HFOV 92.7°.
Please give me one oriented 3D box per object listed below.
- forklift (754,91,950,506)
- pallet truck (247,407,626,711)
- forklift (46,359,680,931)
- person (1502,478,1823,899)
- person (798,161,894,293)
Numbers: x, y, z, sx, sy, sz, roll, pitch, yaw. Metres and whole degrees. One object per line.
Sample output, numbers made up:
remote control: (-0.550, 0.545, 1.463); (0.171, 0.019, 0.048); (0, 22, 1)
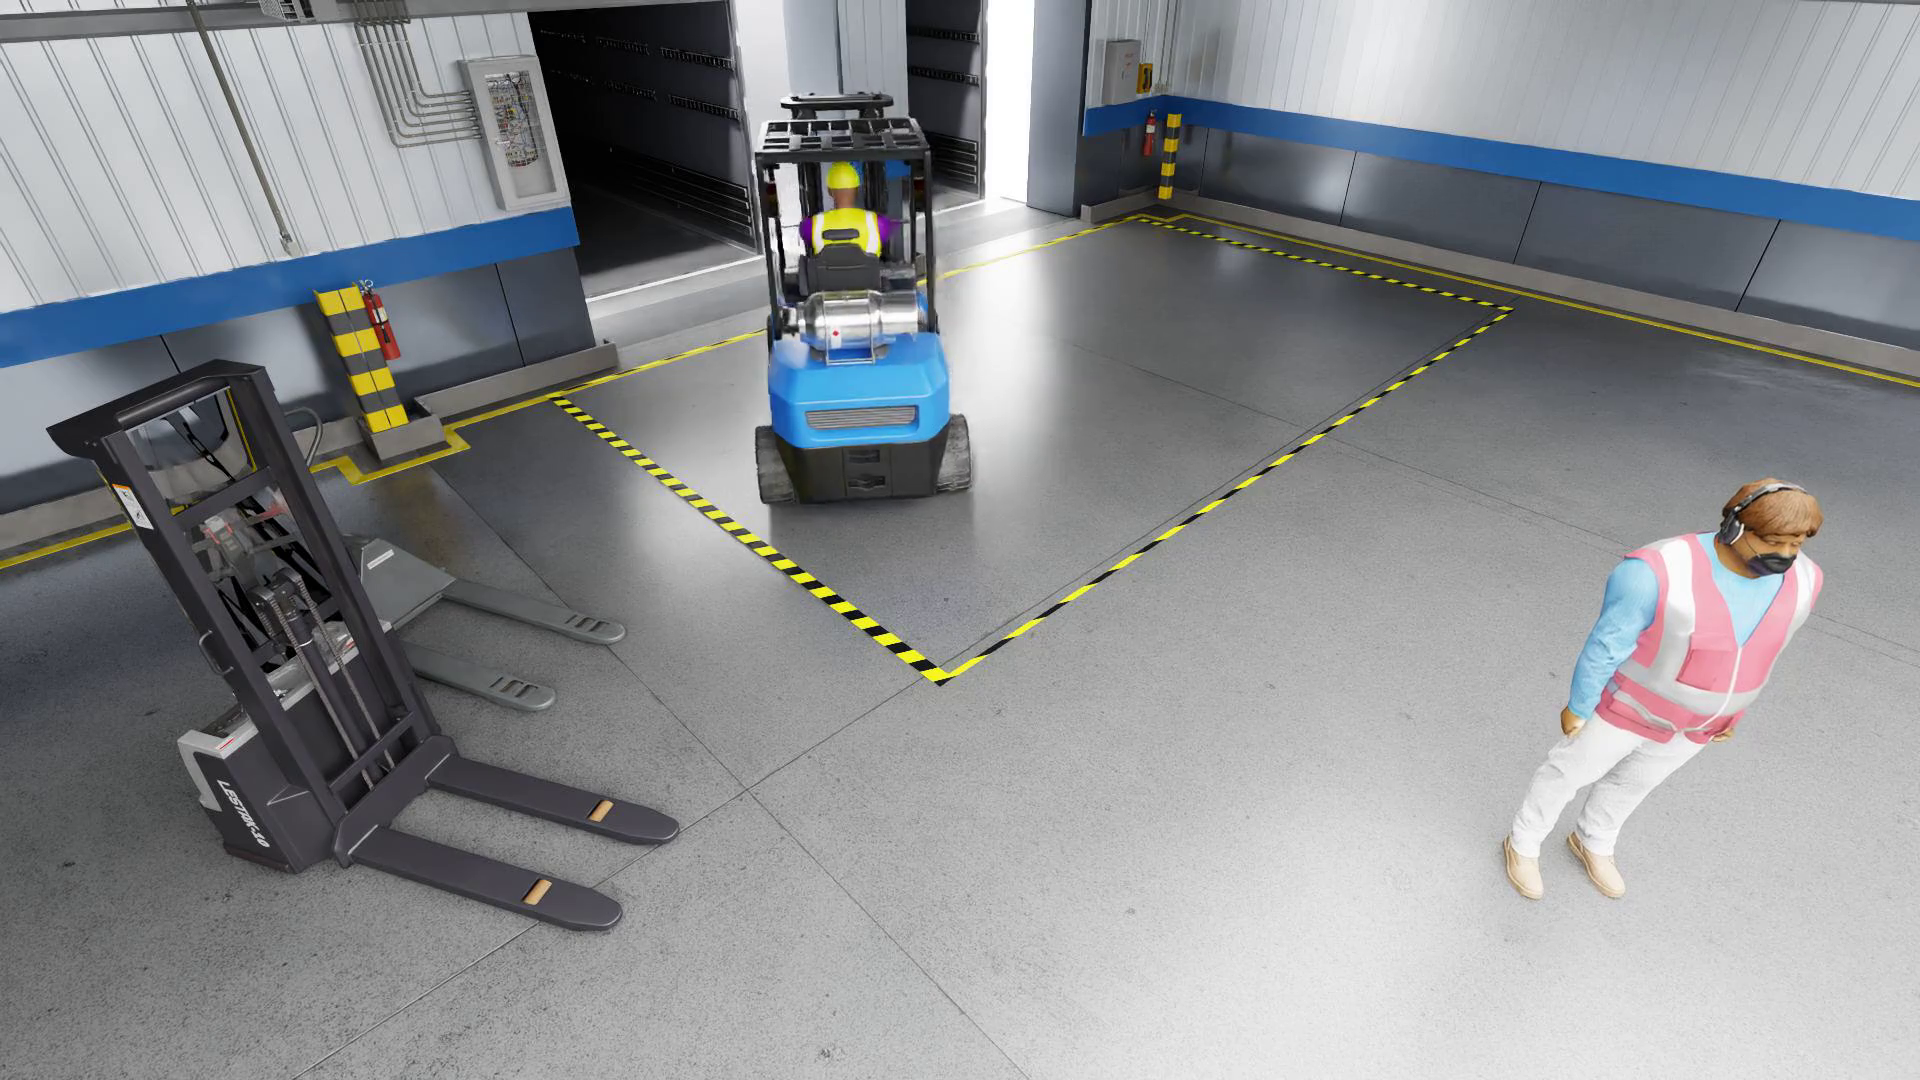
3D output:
forklift: (-0.743, -1.759, 6.244); (1.157, 2.036, 2.680); (-4, 34, -6)
pallet truck: (-2.628, 0.038, 4.590); (1.601, 1.201, 0.680); (12, 36, 18)
forklift: (-2.135, 0.422, 3.354); (1.885, 1.965, 0.823); (10, 35, 14)
person: (2.461, 0.593, 3.239); (0.627, 1.842, 0.429); (1, 34, 1)
person: (-0.743, -1.947, 6.189); (0.635, 1.294, 1.004); (-4, 34, -6)
